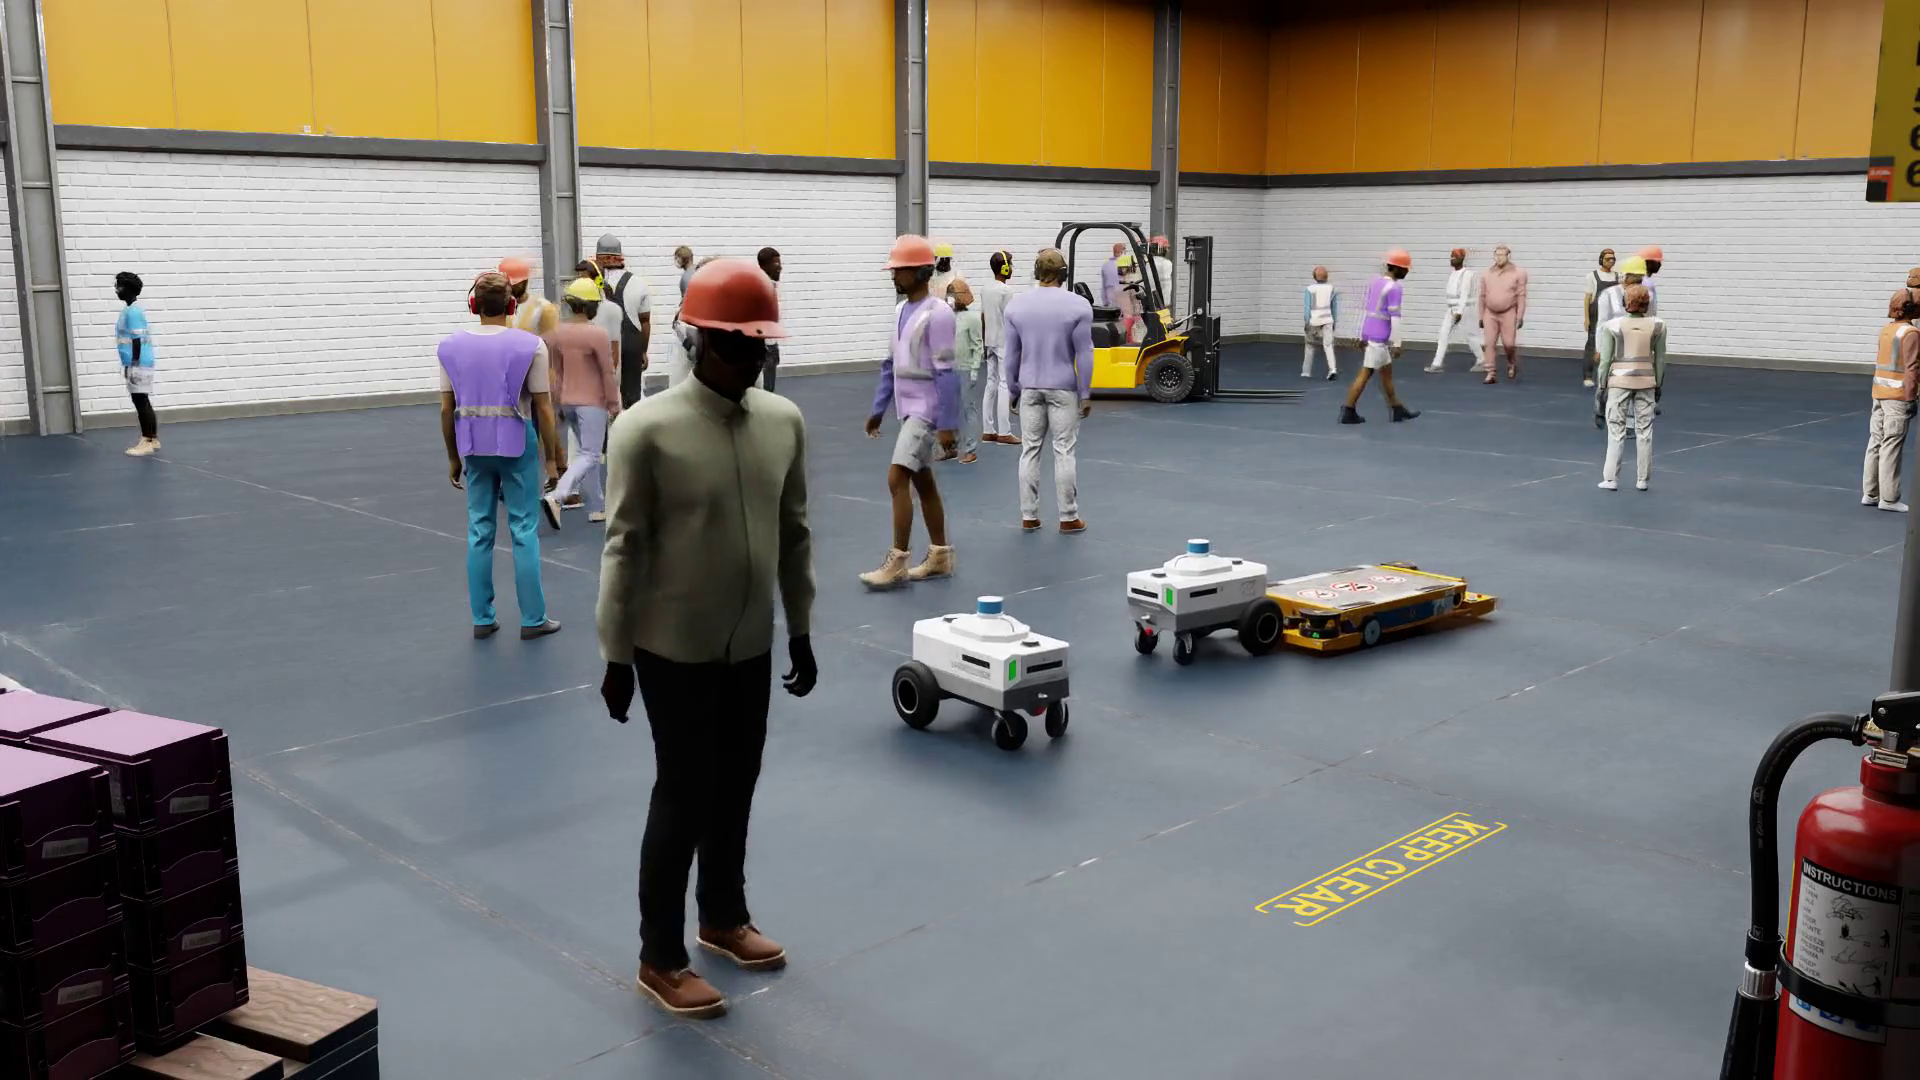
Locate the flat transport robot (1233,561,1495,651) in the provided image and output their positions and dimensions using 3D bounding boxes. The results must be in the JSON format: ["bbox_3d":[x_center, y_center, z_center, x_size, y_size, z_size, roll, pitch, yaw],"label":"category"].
[{"bbox_3d":[2.077,0.323,8.611,1.431,0.197,0.652,-8,13,-38],"label":"flat transport robot"}]

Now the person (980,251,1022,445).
[{"bbox_3d":[0.396,-1.860,16.159,0.328,1.871,0.519,-8,13,-35],"label":"person"}]

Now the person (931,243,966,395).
[{"bbox_3d":[-0.175,-2.774,20.990,0.384,1.924,0.589,-10,14,-42],"label":"person"}]

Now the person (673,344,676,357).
[{"bbox_3d":[-1.688,-0.862,11.462,0.500,1.584,0.862,5,11,25],"label":"person"}]

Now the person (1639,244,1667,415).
[{"bbox_3d":[7.623,-2.348,18.676,0.537,1.935,0.565,2,11,10],"label":"person"}]

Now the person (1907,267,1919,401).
[{"bbox_3d":[11.558,-2.478,20.167,0.284,1.633,0.497,9,14,40],"label":"person"}]

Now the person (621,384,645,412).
[{"bbox_3d":[-3.974,-2.287,18.685,0.934,1.792,0.644,-1,10,-3],"label":"person"}]

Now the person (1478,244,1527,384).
[{"bbox_3d":[7.401,-3.079,22.723,0.659,1.895,0.532,7,12,32],"label":"person"}]

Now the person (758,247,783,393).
[{"bbox_3d":[-1.874,-1.841,15.957,0.402,1.910,0.599,1,10,5],"label":"person"}]

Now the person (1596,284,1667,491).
[{"bbox_3d":[5.310,-1.198,13.169,0.513,1.641,0.309,1,10,5],"label":"person"}]

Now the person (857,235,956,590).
[{"bbox_3d":[-0.364,-0.726,9.569,0.763,2.020,0.625,-4,11,-22],"label":"person"}]

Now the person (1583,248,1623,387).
[{"bbox_3d":[8.582,-2.959,22.212,0.508,1.847,0.345,-1,10,-8],"label":"person"}]

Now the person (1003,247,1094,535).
[{"bbox_3d":[0.599,-1.001,11.284,0.628,1.939,0.375,4,11,21],"label":"person"}]

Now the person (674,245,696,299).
[{"bbox_3d":[-3.338,-2.742,20.887,0.465,1.909,0.721,1,10,6],"label":"person"}]

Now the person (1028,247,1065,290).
[{"bbox_3d":[1.267,-3.251,23.772,0.616,1.860,0.698,6,12,30],"label":"person"}]

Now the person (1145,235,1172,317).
[{"bbox_3d":[3.104,-3.818,26.419,0.675,2.021,0.607,-8,13,-37],"label":"person"}]

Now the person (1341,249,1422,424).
[{"bbox_3d":[4.570,-2.169,17.832,1.000,1.867,0.550,-1,10,-6],"label":"person"}]

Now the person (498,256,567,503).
[{"bbox_3d":[-3.279,-1.221,12.670,0.575,1.863,1.047,5,12,27],"label":"person"}]

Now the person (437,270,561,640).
[{"bbox_3d":[-2.296,-0.411,8.304,0.569,1.848,0.376,1,10,6],"label":"person"}]

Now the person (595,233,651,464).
[{"bbox_3d":[-3.108,-1.700,14.813,0.684,2.000,0.538,-4,11,-22],"label":"person"}]

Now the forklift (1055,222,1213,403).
[{"bbox_3d":[1.935,-2.847,20.651,2.313,2.155,1.214,2,11,13],"label":"forklift"}]

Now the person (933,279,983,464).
[{"bbox_3d":[-0.015,-1.500,14.836,0.500,1.633,0.282,10,14,42],"label":"person"}]

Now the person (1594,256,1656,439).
[{"bbox_3d":[6.670,-1.934,16.685,0.613,1.816,0.565,-1,10,-3],"label":"person"}]

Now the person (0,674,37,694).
[{"bbox_3d":[-3.497,0.058,5.678,0.811,1.878,0.650,-8,13,-38],"label":"person"}]

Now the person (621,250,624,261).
[{"bbox_3d":[-3.650,-2.152,17.571,0.547,1.934,0.376,-3,11,-14],"label":"person"}]

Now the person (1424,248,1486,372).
[{"bbox_3d":[7.417,-3.387,24.586,0.979,1.843,0.581,-3,11,-17],"label":"person"}]

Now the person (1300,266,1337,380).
[{"bbox_3d":[5.088,-3.051,23.399,0.523,1.596,0.845,-2,11,-10],"label":"person"}]

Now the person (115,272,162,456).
[{"bbox_3d":[-7.606,-1.619,15.362,0.345,1.684,0.565,-5,11,-25],"label":"person"}]

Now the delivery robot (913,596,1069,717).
[{"bbox_3d":[0.123,0.473,6.763,0.477,0.478,0.707,-8,13,-36],"label":"delivery robot"}]

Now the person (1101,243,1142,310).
[{"bbox_3d":[2.617,-3.878,27.089,0.454,1.902,0.667,-8,13,-37],"label":"person"}]

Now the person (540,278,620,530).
[{"bbox_3d":[-2.646,-0.933,11.486,0.527,1.742,0.789,7,12,33],"label":"person"}]

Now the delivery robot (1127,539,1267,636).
[{"bbox_3d":[1.144,0.241,8.031,0.707,0.478,0.477,-8,13,-36],"label":"delivery robot"}]

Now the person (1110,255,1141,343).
[{"bbox_3d":[2.213,-3.074,23.137,0.743,1.742,0.533,-4,11,-20],"label":"person"}]

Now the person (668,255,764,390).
[{"bbox_3d":[-1.624,-0.870,10.717,0.929,1.891,0.651,8,13,37],"label":"person"}]

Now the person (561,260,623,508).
[{"bbox_3d":[-2.724,-1.119,12.218,0.515,1.841,0.829,7,12,33],"label":"person"}]

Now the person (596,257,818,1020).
[{"bbox_3d":[-0.638,0.256,4.355,0.484,1.973,0.628,9,14,40],"label":"person"}]

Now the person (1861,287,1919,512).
[{"bbox_3d":[6.894,-1.032,12.259,0.314,1.642,0.514,1,10,6],"label":"person"}]
